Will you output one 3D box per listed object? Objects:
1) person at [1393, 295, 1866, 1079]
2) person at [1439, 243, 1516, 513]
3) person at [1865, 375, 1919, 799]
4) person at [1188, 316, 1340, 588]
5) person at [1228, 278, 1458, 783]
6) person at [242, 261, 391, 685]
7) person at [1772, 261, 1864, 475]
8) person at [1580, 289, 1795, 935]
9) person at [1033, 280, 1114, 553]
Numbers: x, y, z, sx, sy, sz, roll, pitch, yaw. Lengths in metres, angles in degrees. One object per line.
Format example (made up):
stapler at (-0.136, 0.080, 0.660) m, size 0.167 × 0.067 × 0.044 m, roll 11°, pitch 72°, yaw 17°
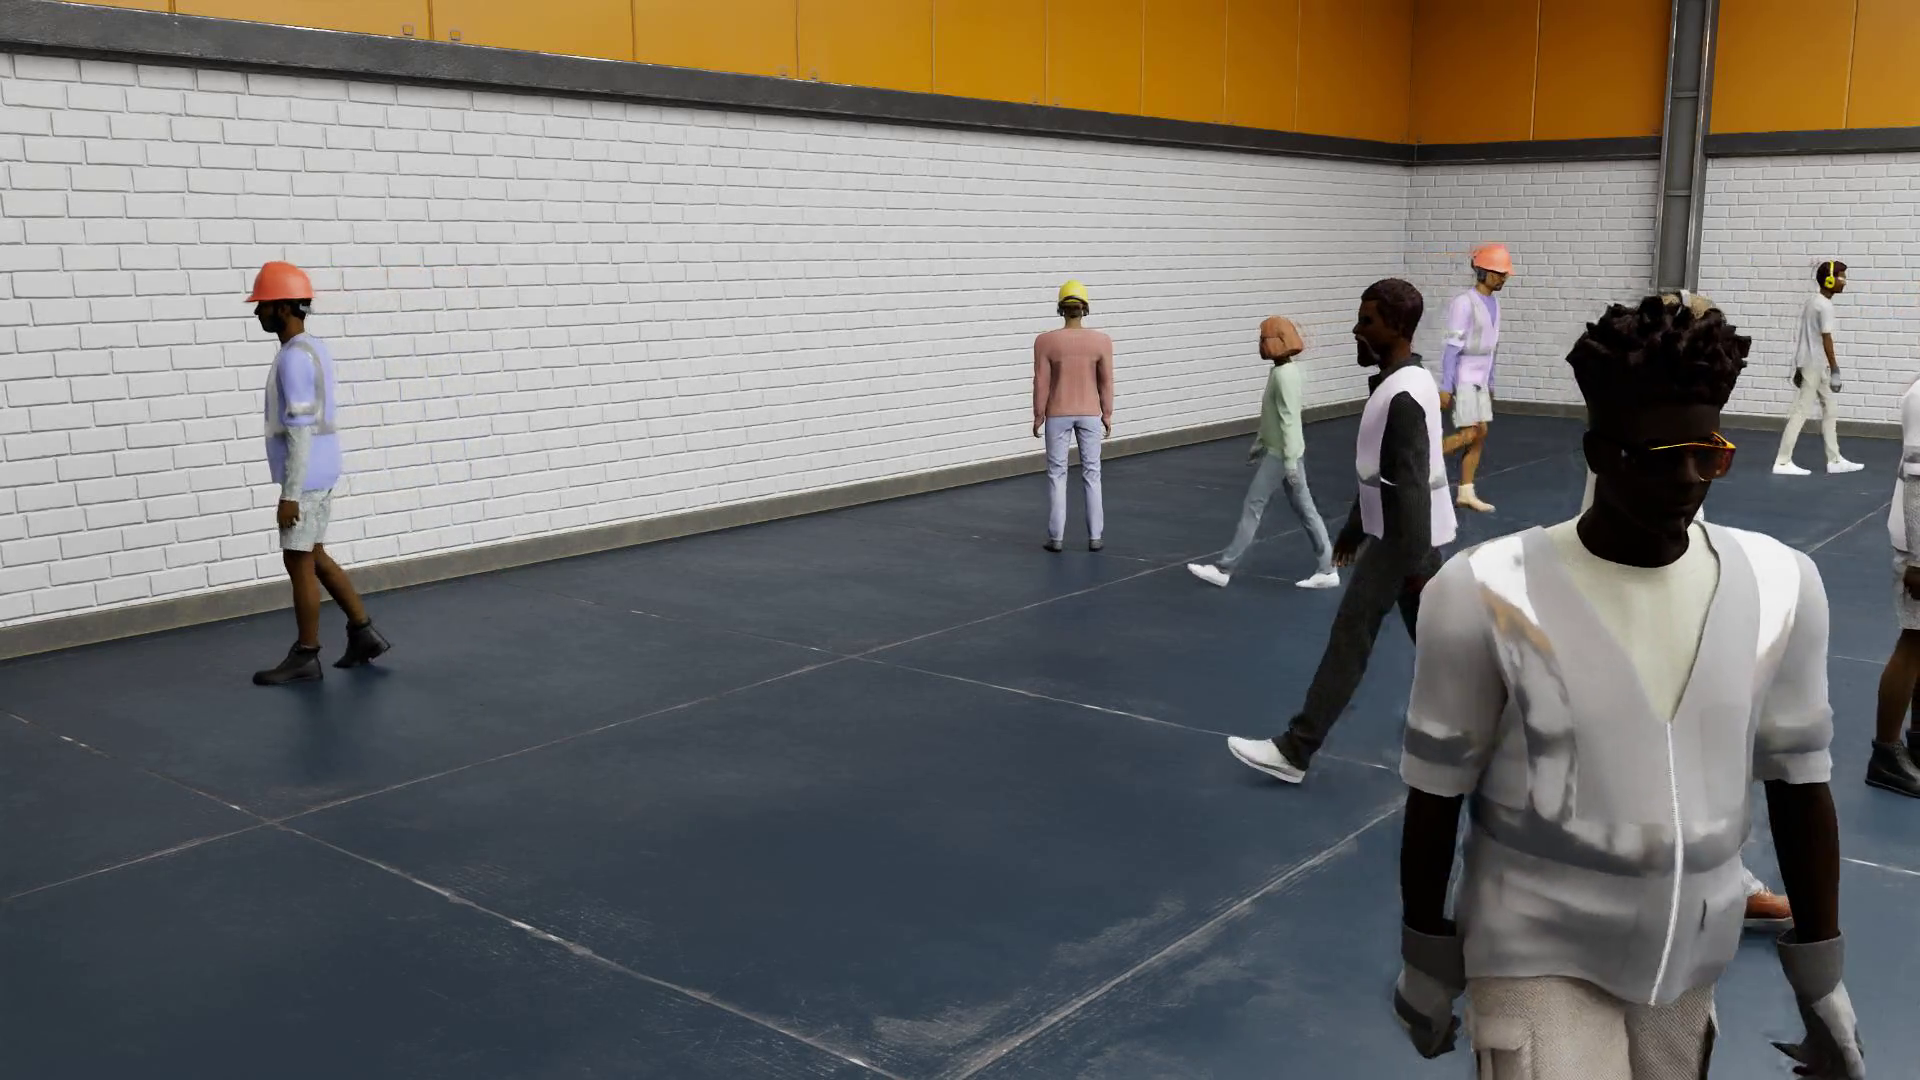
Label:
person at (0.987, 0.625, 2.447) m, size 0.634 × 1.944 × 0.631 m, roll -2°, pitch 10°, yaw -10°
person at (3.758, -1.195, 12.372) m, size 0.685 × 2.009 × 0.615 m, roll 10°, pitch 14°, yaw 43°
person at (3.586, -0.001, 5.991) m, size 0.543 × 1.925 × 0.427 m, roll -7°, pitch 13°, yaw -35°
person at (1.811, -0.493, 9.628) m, size 0.889 × 1.583 × 0.503 m, roll 3°, pitch 11°, yaw 14°
person at (1.521, -0.009, 6.116) m, size 0.990 × 1.874 × 0.588 m, roll 3°, pitch 11°, yaw 16°
person at (-2.996, -0.295, 7.608) m, size 0.474 × 1.947 × 0.551 m, roll -3°, pitch 11°, yaw -14°
person at (7.468, -1.458, 14.274) m, size 0.859 × 1.834 × 0.551 m, roll 3°, pitch 11°, yaw 17°
person at (1.949, 0.242, 4.741) m, size 1.011 × 1.890 × 0.641 m, roll 3°, pitch 11°, yaw 18°
person at (0.729, -0.798, 10.819) m, size 0.533 × 1.765 × 0.329 m, roll -1°, pitch 10°, yaw -5°
